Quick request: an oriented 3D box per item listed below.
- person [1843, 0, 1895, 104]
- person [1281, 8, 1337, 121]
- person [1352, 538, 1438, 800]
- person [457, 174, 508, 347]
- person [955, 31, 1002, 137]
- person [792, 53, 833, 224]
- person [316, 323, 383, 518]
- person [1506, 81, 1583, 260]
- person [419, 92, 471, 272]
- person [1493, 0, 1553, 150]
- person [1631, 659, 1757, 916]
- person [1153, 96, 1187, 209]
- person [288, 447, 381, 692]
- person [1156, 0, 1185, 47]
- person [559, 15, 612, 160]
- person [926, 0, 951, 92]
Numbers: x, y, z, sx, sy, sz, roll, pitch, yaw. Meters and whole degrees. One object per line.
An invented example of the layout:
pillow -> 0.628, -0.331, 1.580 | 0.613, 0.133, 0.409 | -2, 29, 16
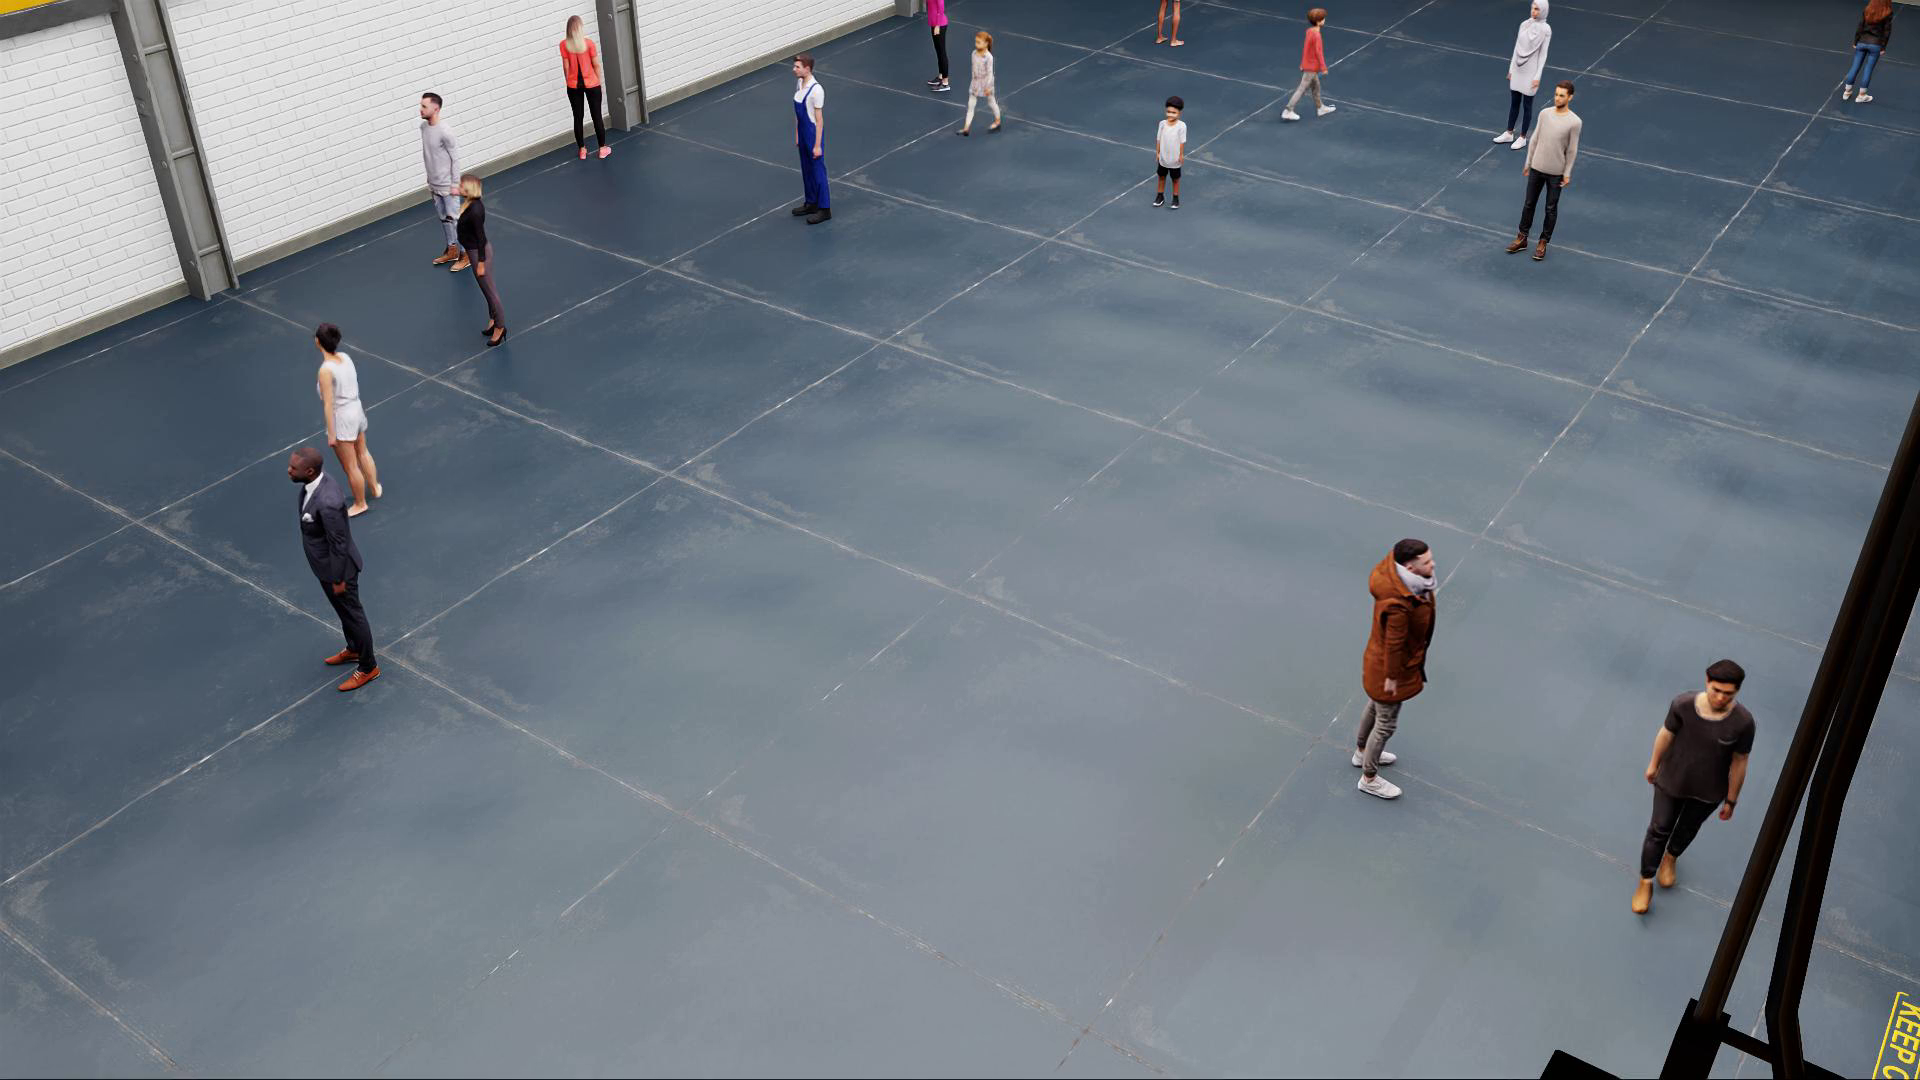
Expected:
person -> 11.770, -6.425, 21.502 | 0.574, 1.483, 0.606 | -27, 42, -34
person -> 4.331, -5.924, 20.840 | 0.945, 1.383, 0.938 | -2, 34, -4
person -> 2.685, 0.767, 10.362 | 0.881, 1.838, 0.780 | 5, 34, 8
person -> -4.491, -2.644, 15.643 | 0.697, 1.672, 0.674 | -12, 35, -17
person -> 0.340, -5.617, 20.483 | 0.981, 1.266, 0.652 | -29, 43, -36
person -> -1.624, -4.389, 18.108 | 0.691, 1.849, 0.707 | -20, 39, -28
person -> -4.857, -0.965, 13.160 | 0.777, 1.624, 0.630 | -4, 34, -5
person -> 6.122, -3.861, 17.296 | 0.669, 1.868, 0.589 | 25, 41, 33
person -> -5.307, -3.696, 17.074 | 0.691, 1.841, 0.575 | 24, 41, 32
person -> 6.828, -5.624, 20.034 | 0.655, 1.775, 0.679 | -20, 38, -27
person -> 4.260, 1.329, 9.647 | 0.739, 1.693, 0.914 | 14, 36, 20
person -> 2.353, -4.339, 18.569 | 0.519, 1.256, 0.527 | 13, 36, 19
person -> -4.247, 0.159, 11.289 | 0.759, 1.824, 0.781 | -18, 38, -25
person -> 2.990, -7.872, 23.453 | 0.666, 1.733, 0.557 | 27, 42, 34
person -> -4.465, -5.371, 19.726 | 0.676, 1.694, 0.707 | 0, 34, -1
person -> -0.273, -6.777, 21.838 | 0.743, 1.698, 0.675 | -3, 34, -5
